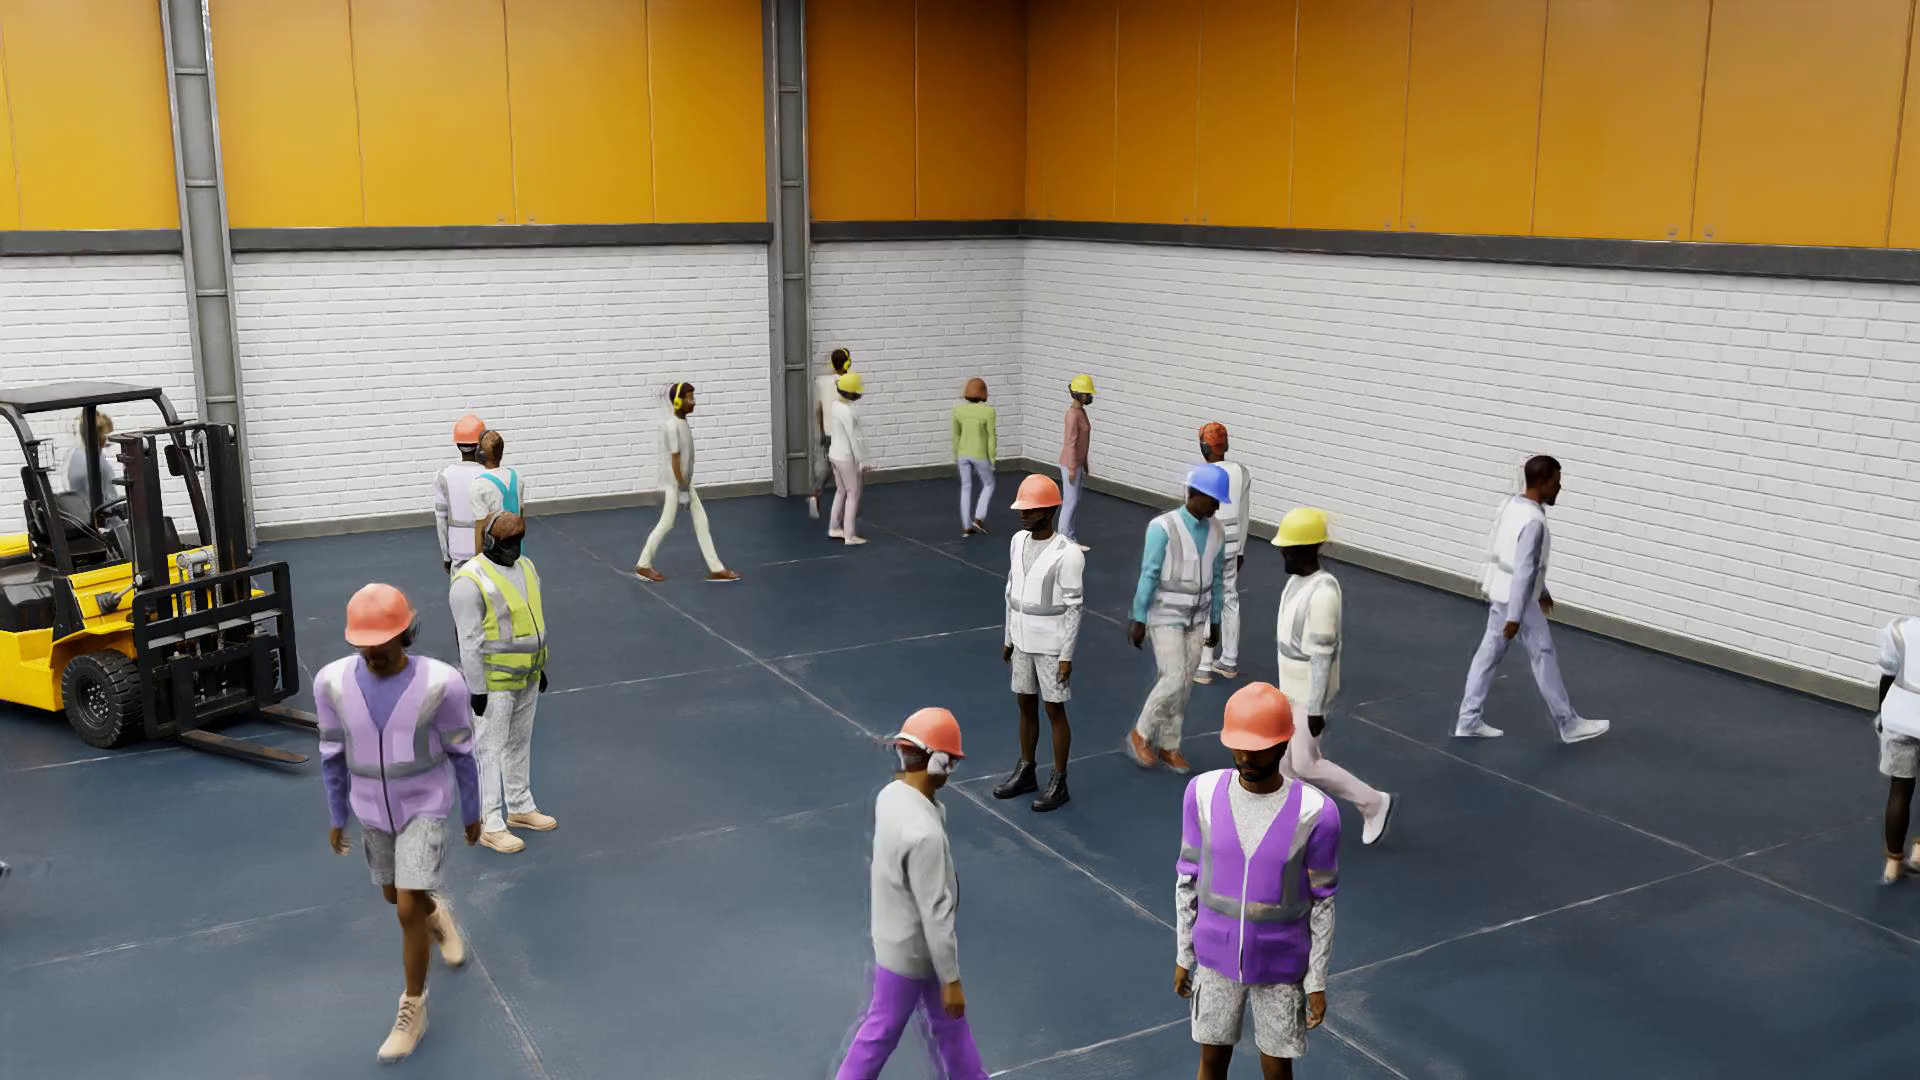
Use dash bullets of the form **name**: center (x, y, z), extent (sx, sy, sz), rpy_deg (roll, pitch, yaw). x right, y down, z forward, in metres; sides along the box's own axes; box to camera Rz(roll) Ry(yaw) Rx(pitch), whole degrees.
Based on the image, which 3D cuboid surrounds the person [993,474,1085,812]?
- **person**: center (0.444, 0.581, 9.479), extent (0.362, 1.939, 0.543), rpy_deg (-11, 16, -42)

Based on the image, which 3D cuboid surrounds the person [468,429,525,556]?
- **person**: center (-3.276, 0.132, 11.803), extent (0.347, 1.846, 0.507), rpy_deg (6, 13, 26)

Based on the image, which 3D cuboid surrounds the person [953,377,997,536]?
- **person**: center (0.155, -0.838, 16.879), extent (0.517, 1.620, 0.340), rpy_deg (6, 13, 26)

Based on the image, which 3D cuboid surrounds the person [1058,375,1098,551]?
- **person**: center (1.134, -0.714, 15.984), extent (0.355, 1.755, 0.524), rpy_deg (3, 12, 14)

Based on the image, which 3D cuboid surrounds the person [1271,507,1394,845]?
- **person**: center (1.890, 0.754, 8.760), extent (0.734, 1.900, 0.588), rpy_deg (-1, 12, -4)

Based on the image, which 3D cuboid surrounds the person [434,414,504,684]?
- **person**: center (-3.435, 0.074, 11.848), extent (0.546, 1.942, 0.352), rpy_deg (1, 12, 5)

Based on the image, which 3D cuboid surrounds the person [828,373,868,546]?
- **person**: center (-1.114, -0.796, 16.432), extent (0.352, 1.731, 0.543), rpy_deg (-4, 13, -20)

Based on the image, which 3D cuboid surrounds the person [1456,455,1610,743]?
- **person**: center (3.679, 0.386, 10.579), extent (0.995, 1.864, 0.594), rpy_deg (1, 12, 3)

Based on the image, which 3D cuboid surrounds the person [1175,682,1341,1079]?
- **person**: center (0.978, 1.409, 5.597), extent (0.543, 1.939, 0.360), rpy_deg (5, 13, 22)

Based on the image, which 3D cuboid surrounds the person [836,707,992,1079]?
- **person**: center (-0.129, 1.449, 6.014), extent (0.898, 1.680, 0.615), rpy_deg (-1, 12, -7)

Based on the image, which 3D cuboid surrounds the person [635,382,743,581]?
- **person**: center (-2.495, -0.502, 14.857), extent (0.994, 1.822, 0.544), rpy_deg (2, 12, 8)

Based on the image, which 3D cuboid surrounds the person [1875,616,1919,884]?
- **person**: center (4.885, 0.940, 8.391), extent (0.370, 1.676, 0.546), rpy_deg (-10, 16, -40)

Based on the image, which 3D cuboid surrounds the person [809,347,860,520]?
- **person**: center (-1.340, -1.103, 17.570), extent (0.523, 1.855, 0.671), rpy_deg (7, 14, 30)

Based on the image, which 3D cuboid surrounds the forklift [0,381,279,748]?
- **forklift**: center (-5.853, 0.085, 11.199), extent (2.313, 2.155, 1.214), rpy_deg (7, 14, 28)

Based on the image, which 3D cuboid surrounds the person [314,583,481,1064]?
- **person**: center (-2.323, 1.079, 7.048), extent (0.625, 1.993, 0.950), rpy_deg (0, 12, 1)

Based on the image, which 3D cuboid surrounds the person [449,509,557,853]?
- **person**: center (-2.438, 0.741, 8.975), extent (0.430, 1.838, 0.619), rpy_deg (4, 13, 20)

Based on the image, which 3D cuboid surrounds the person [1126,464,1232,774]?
- **person**: center (1.353, 0.486, 10.020), extent (0.655, 1.903, 0.482), rpy_deg (-9, 15, -35)

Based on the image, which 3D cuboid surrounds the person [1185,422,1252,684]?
- **person**: center (1.813, 0.089, 11.906), extent (0.573, 1.887, 0.355), rpy_deg (-7, 14, -31)
